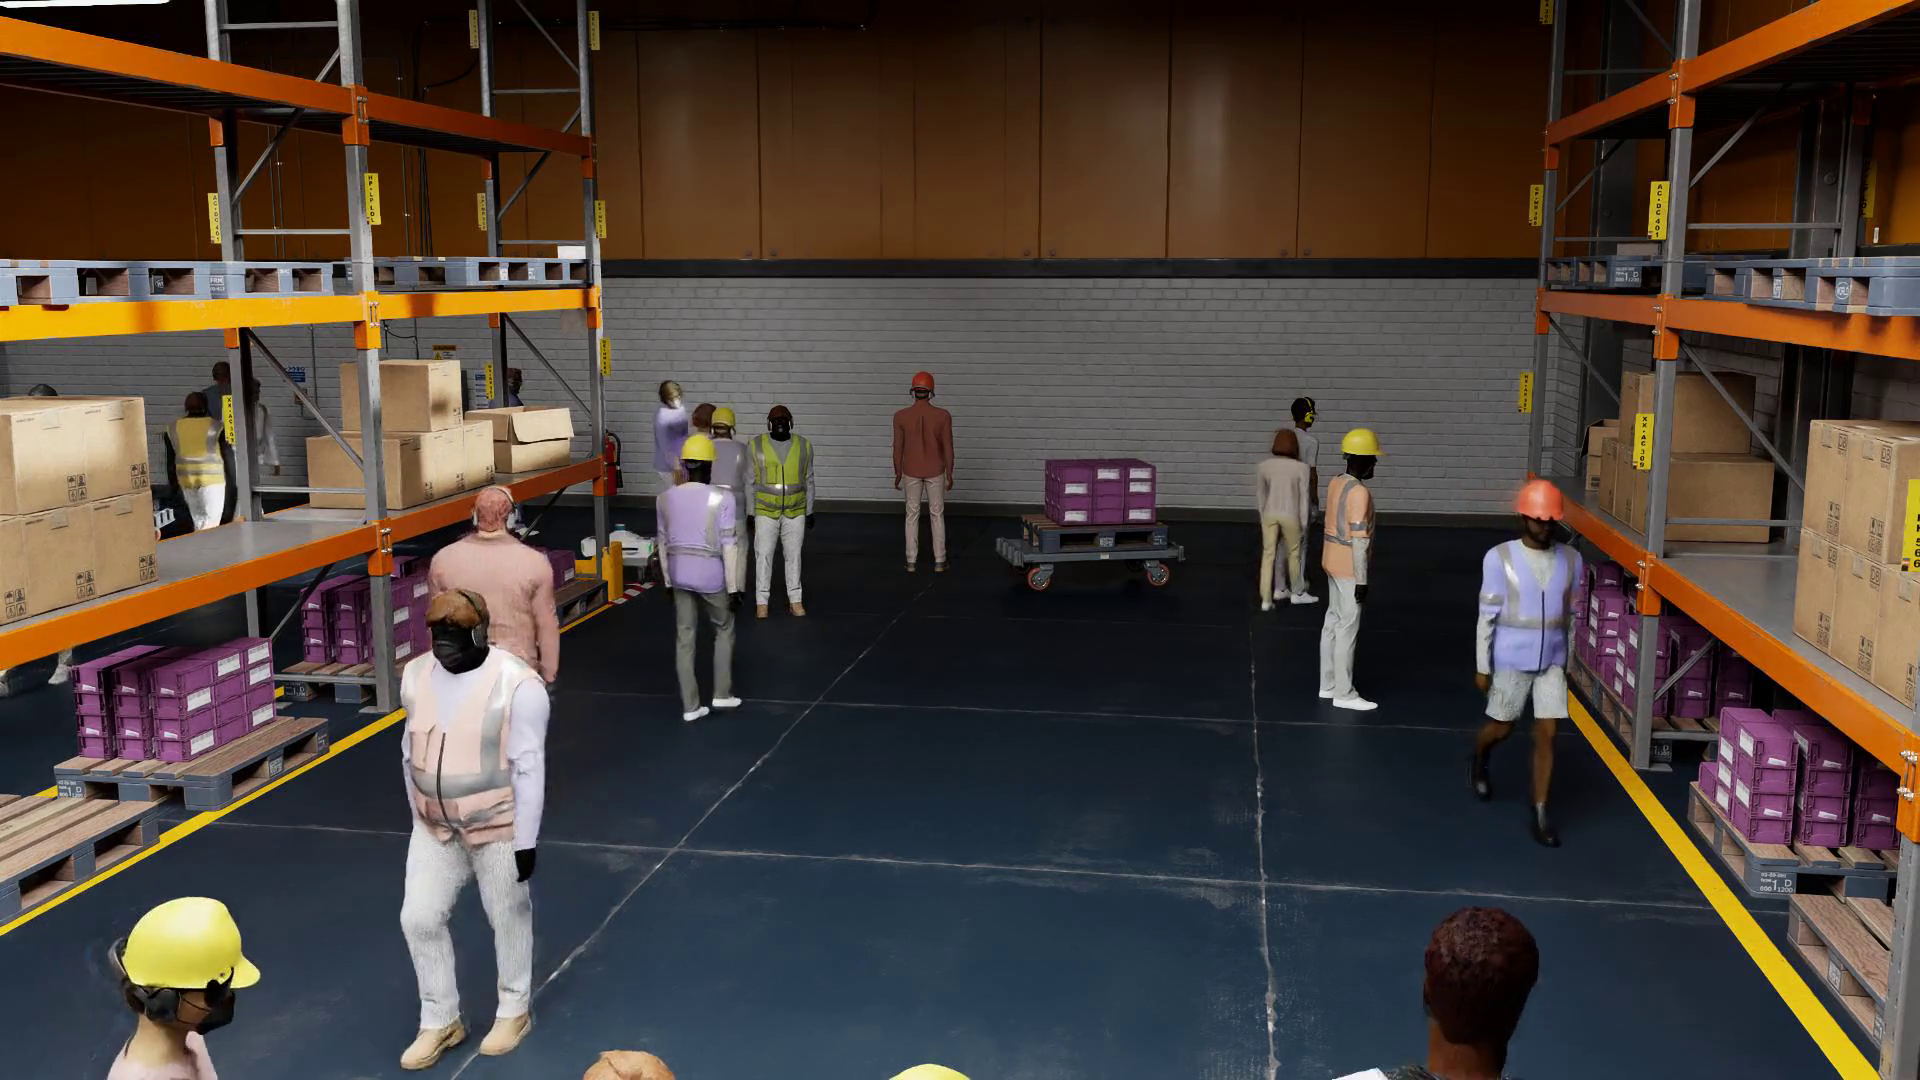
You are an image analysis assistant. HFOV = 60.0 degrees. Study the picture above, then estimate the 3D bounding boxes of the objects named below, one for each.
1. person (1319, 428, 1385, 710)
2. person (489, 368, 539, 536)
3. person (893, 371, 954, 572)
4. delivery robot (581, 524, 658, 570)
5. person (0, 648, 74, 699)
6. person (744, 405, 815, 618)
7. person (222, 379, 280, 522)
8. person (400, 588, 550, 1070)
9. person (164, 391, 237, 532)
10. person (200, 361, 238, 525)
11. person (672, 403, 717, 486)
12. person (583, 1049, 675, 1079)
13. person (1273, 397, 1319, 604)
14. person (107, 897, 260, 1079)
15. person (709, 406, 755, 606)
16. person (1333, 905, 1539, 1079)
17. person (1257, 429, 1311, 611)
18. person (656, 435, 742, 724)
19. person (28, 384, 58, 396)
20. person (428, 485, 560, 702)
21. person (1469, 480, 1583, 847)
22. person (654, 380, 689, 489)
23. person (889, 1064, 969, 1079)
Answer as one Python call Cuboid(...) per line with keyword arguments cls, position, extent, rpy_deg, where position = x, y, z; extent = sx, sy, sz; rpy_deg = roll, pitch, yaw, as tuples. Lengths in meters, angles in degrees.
Cuboid(cls="person", position=(2.683, 0.193, 11.406), extent=(0.388, 1.926, 0.590), rpy_deg=(-1, 9, -6))
Cuboid(cls="person", position=(-5.052, -0.996, 18.827), extent=(0.407, 1.902, 0.639), rpy_deg=(-7, 12, -38))
Cuboid(cls="person", position=(-0.359, -0.675, 16.546), extent=(0.609, 1.996, 0.379), rpy_deg=(0, 9, 3))
Cuboid(cls="delivery robot", position=(-3.261, 0.087, 15.992), extent=(0.707, 0.478, 0.477), rpy_deg=(1, 9, 3))
Cuboid(cls="person", position=(-6.604, 0.192, 11.740), extent=(0.526, 1.817, 0.971), rpy_deg=(1, 9, 4))
Cuboid(cls="person", position=(-1.551, -0.245, 14.372), extent=(0.619, 1.845, 0.430), rpy_deg=(-2, 10, -15))
Cuboid(cls="person", position=(-7.685, -0.847, 18.104), extent=(1.005, 1.830, 0.594), rpy_deg=(5, 10, 28))
Cuboid(cls="person", position=(-1.850, 1.085, 6.215), extent=(0.647, 1.818, 0.639), rpy_deg=(3, 10, 15))
Cuboid(cls="person", position=(-7.564, -0.580, 16.573), extent=(0.633, 1.809, 0.904), rpy_deg=(-1, 9, -5))
Cuboid(cls="person", position=(-8.598, -1.131, 19.552), extent=(0.627, 1.936, 0.375), rpy_deg=(-5, 11, -29))
Cuboid(cls="person", position=(-2.256, -0.298, 14.752), extent=(0.567, 1.829, 0.456), rpy_deg=(1, 9, 8))
Cuboid(cls="person", position=(-0.587, 1.700, 3.012), extent=(0.500, 1.635, 0.285), rpy_deg=(-1, 9, -6))
Cuboid(cls="person", position=(3.042, -0.356, 14.996), extent=(0.317, 1.863, 0.509), rpy_deg=(-6, 11, -33))
Cuboid(cls="person", position=(-1.696, 1.583, 3.510), extent=(0.932, 1.713, 0.529), rpy_deg=(-3, 10, -17))
Cuboid(cls="person", position=(-2.074, -0.265, 14.590), extent=(0.595, 1.816, 0.433), rpy_deg=(-1, 9, -4))
Cuboid(cls="person", position=(0.861, 1.591, 2.959), extent=(0.595, 1.878, 0.941), rpy_deg=(4, 10, 23))
Cuboid(cls="person", position=(2.885, -0.189, 14.781), extent=(0.511, 1.584, 0.853), rpy_deg=(5, 10, 27))
Cuboid(cls="person", position=(-1.704, 0.245, 11.133), extent=(0.623, 1.903, 0.682), rpy_deg=(3, 10, 17))
Cuboid(cls="person", position=(-7.743, -0.317, 14.204), extent=(0.536, 2.000, 0.680), rpy_deg=(7, 12, 39))
Cuboid(cls="person", position=(-2.389, 0.668, 8.581), extent=(0.662, 1.893, 0.489), rpy_deg=(0, 9, -1))
Cuboid(cls="person", position=(3.017, 0.609, 8.915), extent=(0.553, 1.914, 0.827), rpy_deg=(-1, 9, -3))
Cuboid(cls="person", position=(-2.938, -0.713, 17.148), extent=(0.406, 1.885, 0.691), rpy_deg=(1, 9, 7))
Cuboid(cls="person", position=(-0.068, 1.674, 2.554), extent=(0.590, 1.837, 0.404), rpy_deg=(7, 12, 39))
